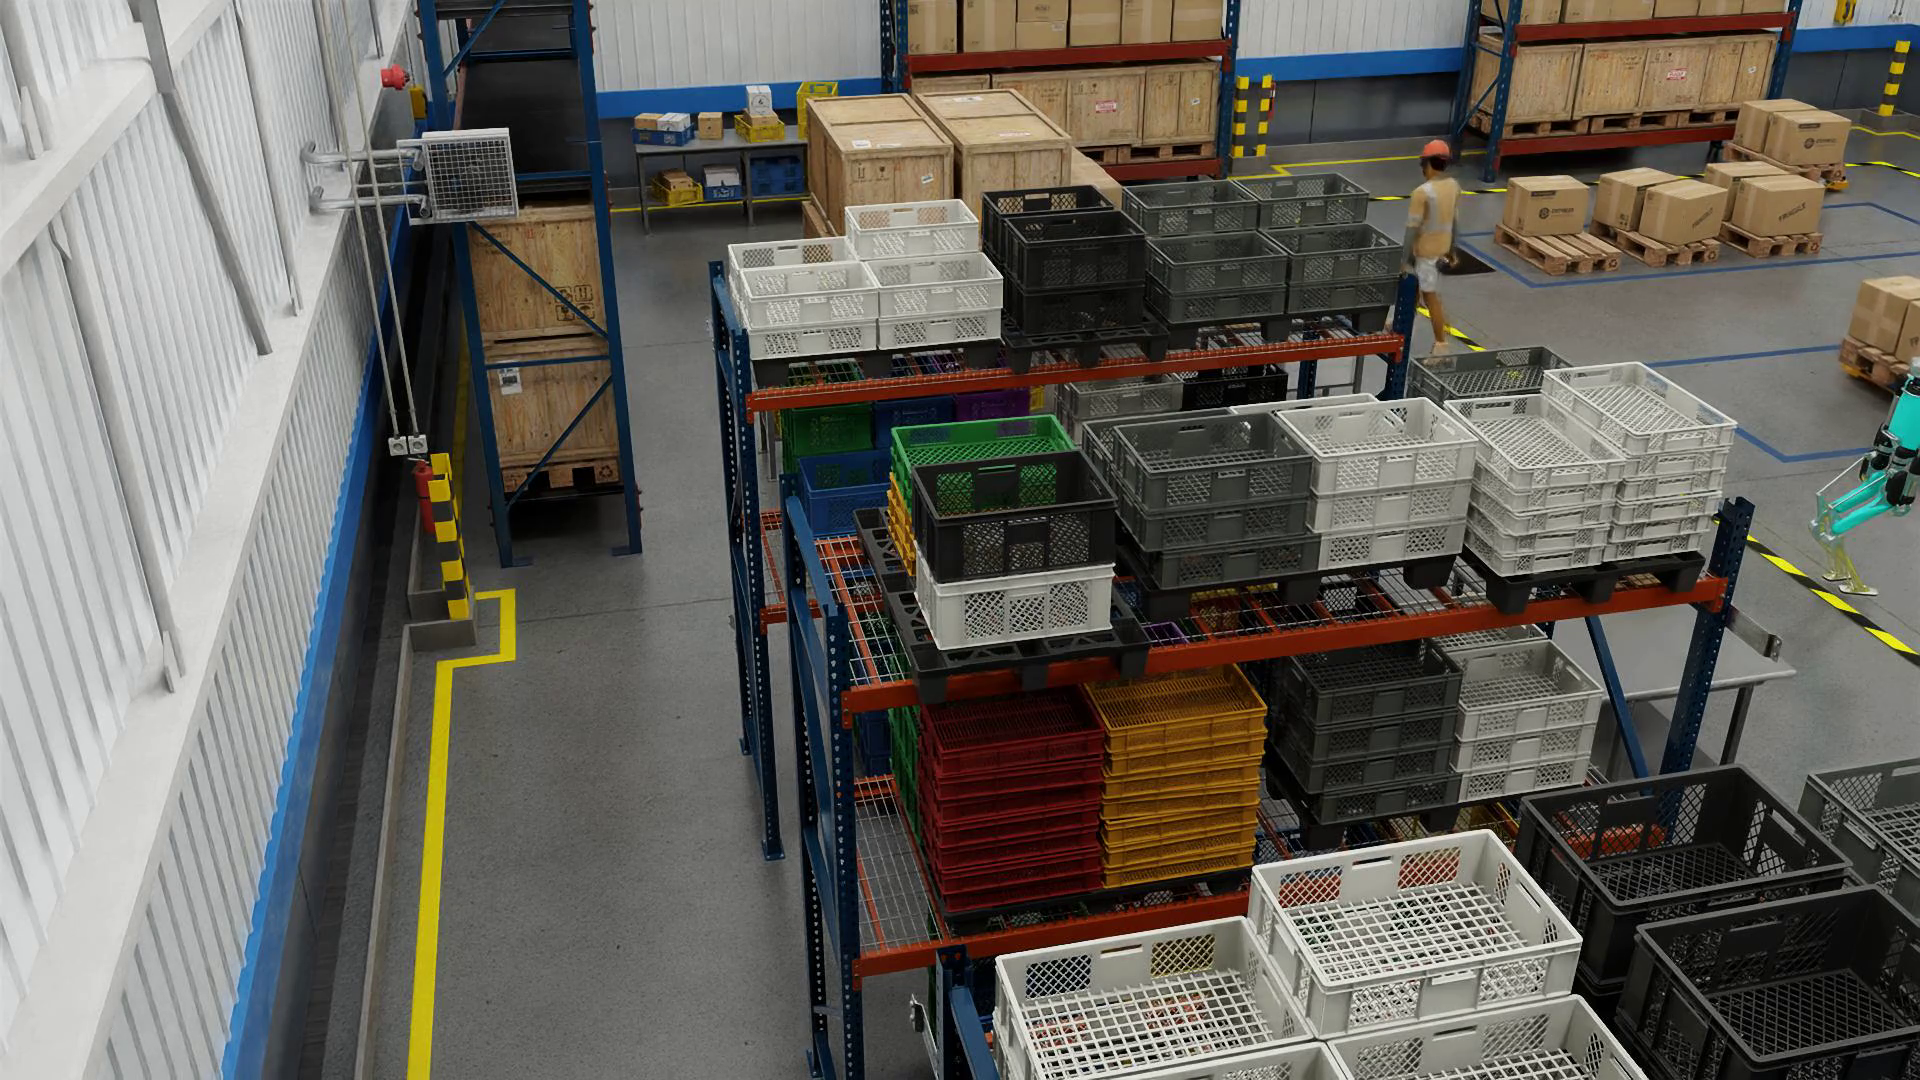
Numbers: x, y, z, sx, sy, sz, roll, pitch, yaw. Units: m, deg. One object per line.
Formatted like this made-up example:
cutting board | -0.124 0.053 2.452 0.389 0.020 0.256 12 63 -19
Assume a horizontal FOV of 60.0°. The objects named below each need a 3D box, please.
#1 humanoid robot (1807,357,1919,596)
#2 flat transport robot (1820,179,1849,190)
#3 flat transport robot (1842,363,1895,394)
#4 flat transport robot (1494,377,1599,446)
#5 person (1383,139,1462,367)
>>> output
humanoid robot | 6.062 -0.428 11.139 0.735 1.677 0.533 -1 28 -2
flat transport robot | 10.134 -4.472 20.502 1.431 0.197 0.652 -6 28 -12
flat transport robot | 8.529 -1.357 14.591 0.652 0.197 1.431 -6 28 -12
flat transport robot | 4.780 -1.036 14.013 0.659 0.231 1.431 -6 28 -12
person | 4.278 -2.645 15.254 0.685 1.971 0.998 -23 35 -36
